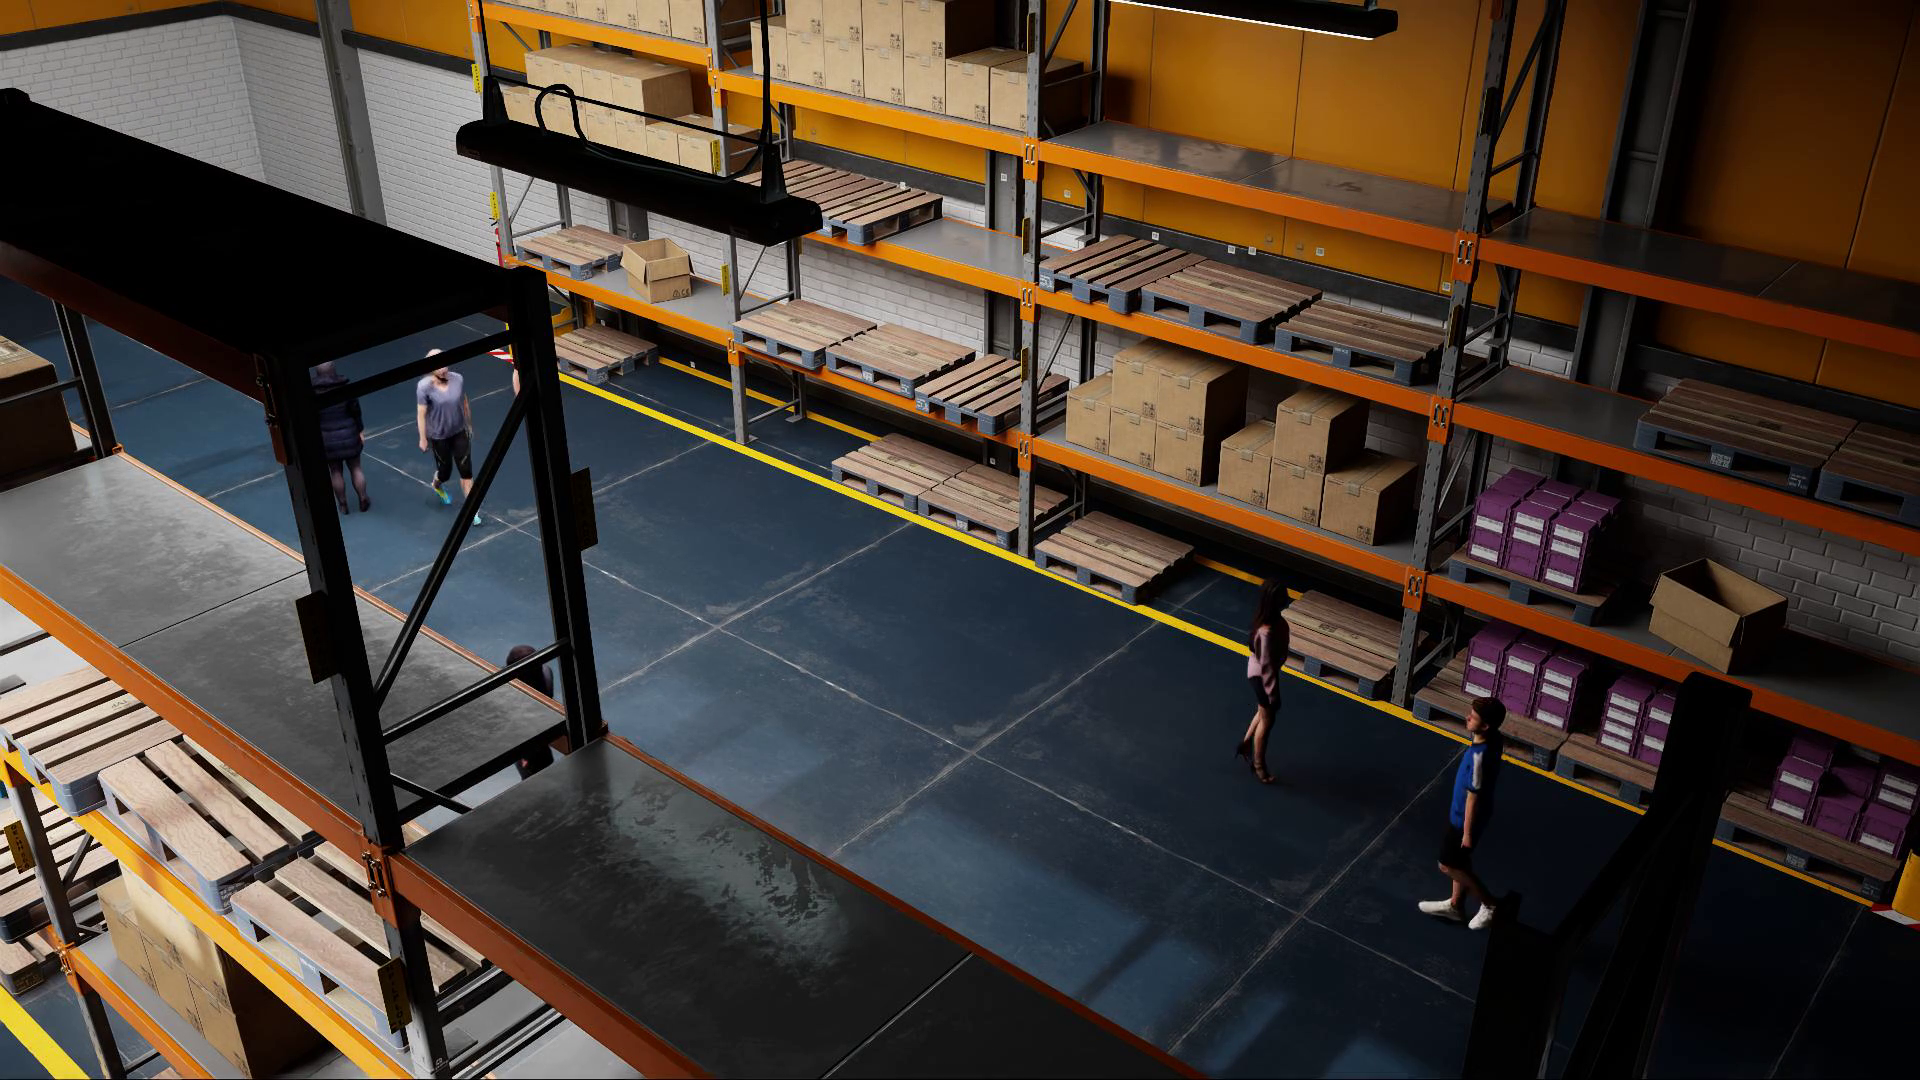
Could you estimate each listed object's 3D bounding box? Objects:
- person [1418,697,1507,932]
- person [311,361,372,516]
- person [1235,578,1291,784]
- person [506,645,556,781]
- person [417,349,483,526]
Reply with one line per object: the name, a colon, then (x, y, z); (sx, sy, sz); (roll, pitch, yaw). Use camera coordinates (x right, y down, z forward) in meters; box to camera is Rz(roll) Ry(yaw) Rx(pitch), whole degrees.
person: (3.521, 1.860, 11.192); (0.932, 1.855, 0.787); (11, 30, 19)
person: (-6.247, -1.047, 16.708); (0.791, 1.674, 0.821); (-9, 30, -15)
person: (2.272, 1.061, 12.705); (0.730, 1.808, 0.744); (5, 29, 10)
person: (-3.139, 1.449, 12.215); (0.825, 1.596, 0.793); (4, 29, 7)
person: (-5.119, -1.061, 16.544); (0.848, 1.857, 1.086); (-23, 36, -35)
